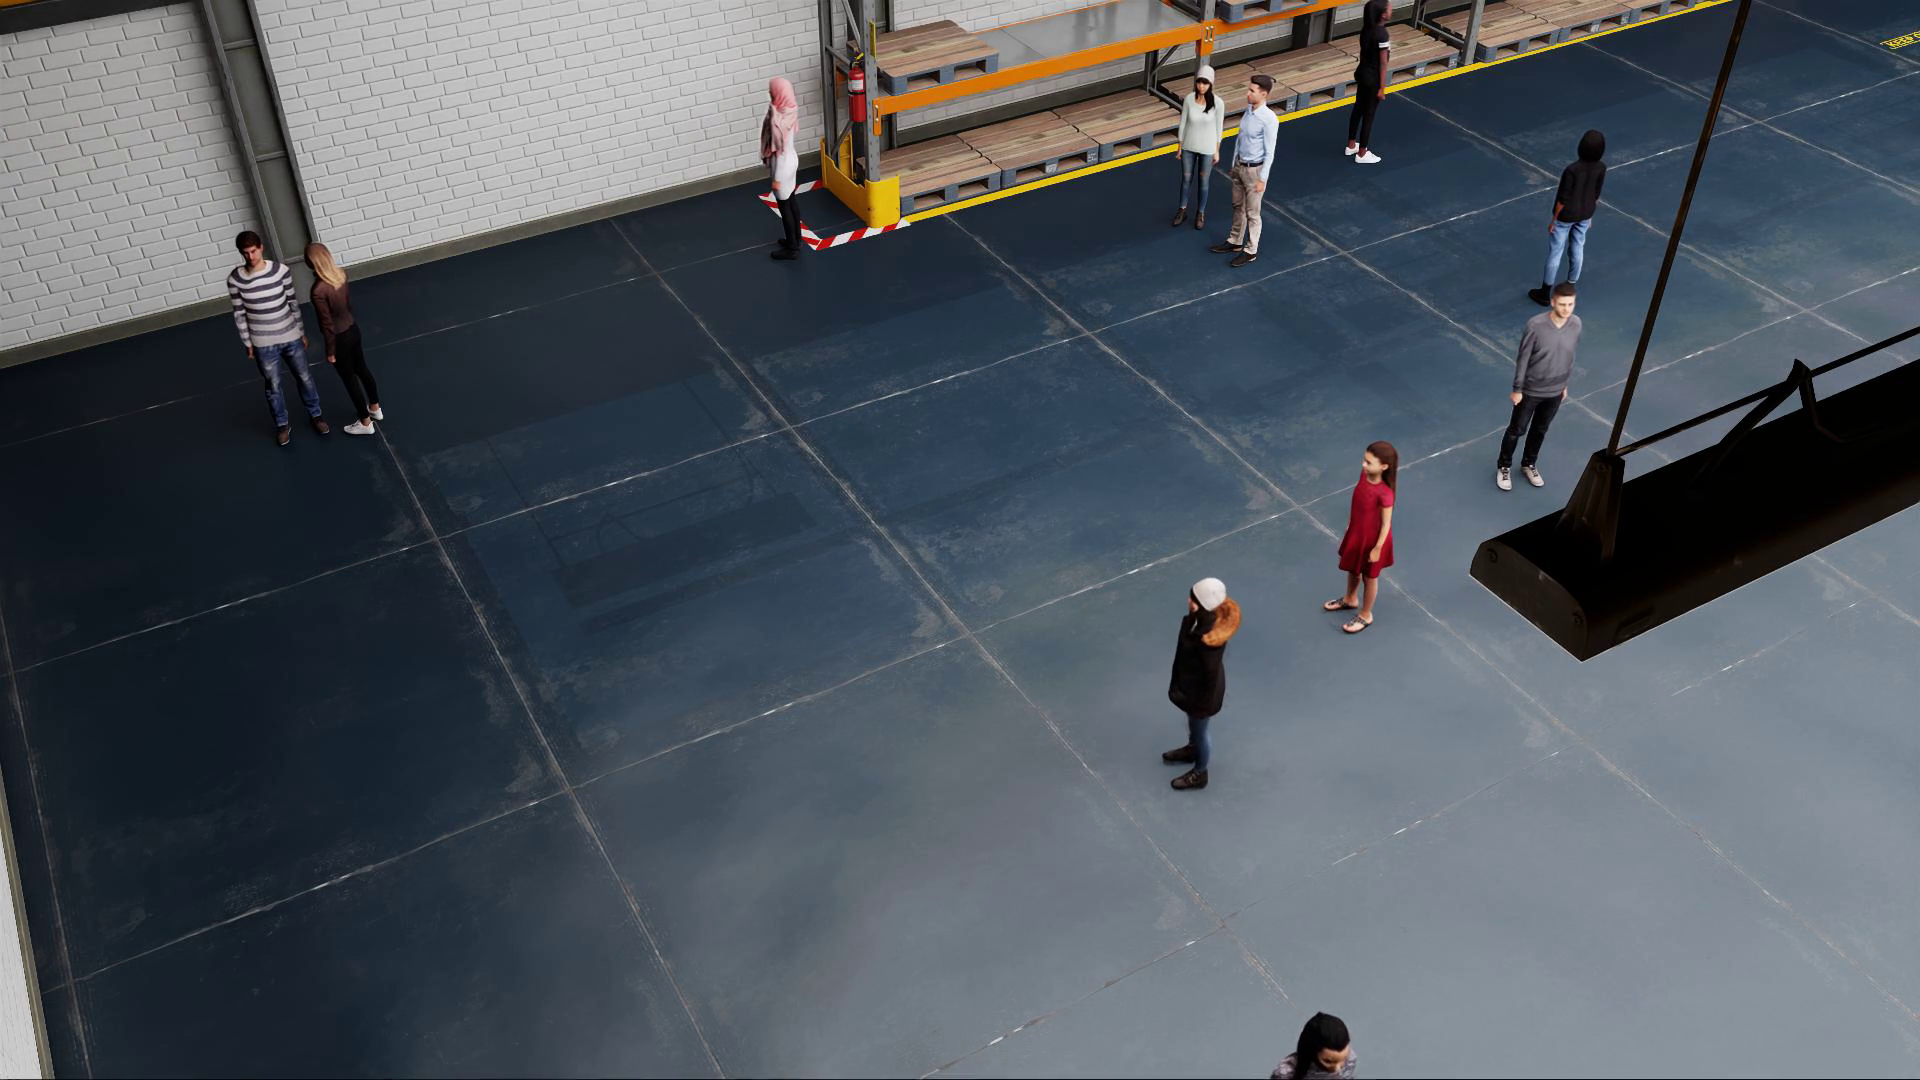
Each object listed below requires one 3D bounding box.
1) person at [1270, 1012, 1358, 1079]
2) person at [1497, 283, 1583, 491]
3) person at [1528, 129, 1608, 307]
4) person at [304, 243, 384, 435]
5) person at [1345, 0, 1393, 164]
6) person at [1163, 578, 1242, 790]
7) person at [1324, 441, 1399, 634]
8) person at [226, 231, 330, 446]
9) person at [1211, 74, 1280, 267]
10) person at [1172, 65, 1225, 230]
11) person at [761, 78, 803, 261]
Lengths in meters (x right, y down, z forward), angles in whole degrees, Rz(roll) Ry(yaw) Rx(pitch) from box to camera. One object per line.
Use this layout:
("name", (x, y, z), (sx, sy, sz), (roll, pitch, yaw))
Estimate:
("person", (1.618, 2.796, 7.876), (0.536, 1.735, 0.716), (-11, 40, -13))
("person", (4.492, -1.194, 12.851), (0.595, 1.761, 0.748), (-6, 39, -7))
("person", (5.547, -2.912, 15.050), (0.573, 1.702, 0.689), (-7, 39, -9))
("person", (-4.990, -1.631, 13.444), (0.703, 1.703, 0.671), (6, 39, 7))
("person", (4.301, -4.819, 17.416), (0.646, 1.728, 0.660), (-11, 40, -14))
("person", (1.497, 0.883, 10.352), (0.753, 1.634, 0.733), (-1, 39, -1))
("person", (2.844, -0.046, 11.581), (0.633, 1.552, 0.574), (-14, 41, -17))
("person", (-5.496, -1.646, 13.342), (0.475, 1.854, 0.715), (-18, 42, -21))
("person", (2.733, -3.495, 15.663), (0.601, 1.847, 0.652), (-17, 42, -21))
("person", (2.336, -3.838, 16.257), (0.631, 1.643, 0.683), (11, 40, 13))
("person", (-1.661, -3.515, 15.723), (0.795, 1.804, 0.741), (8, 39, 10))
